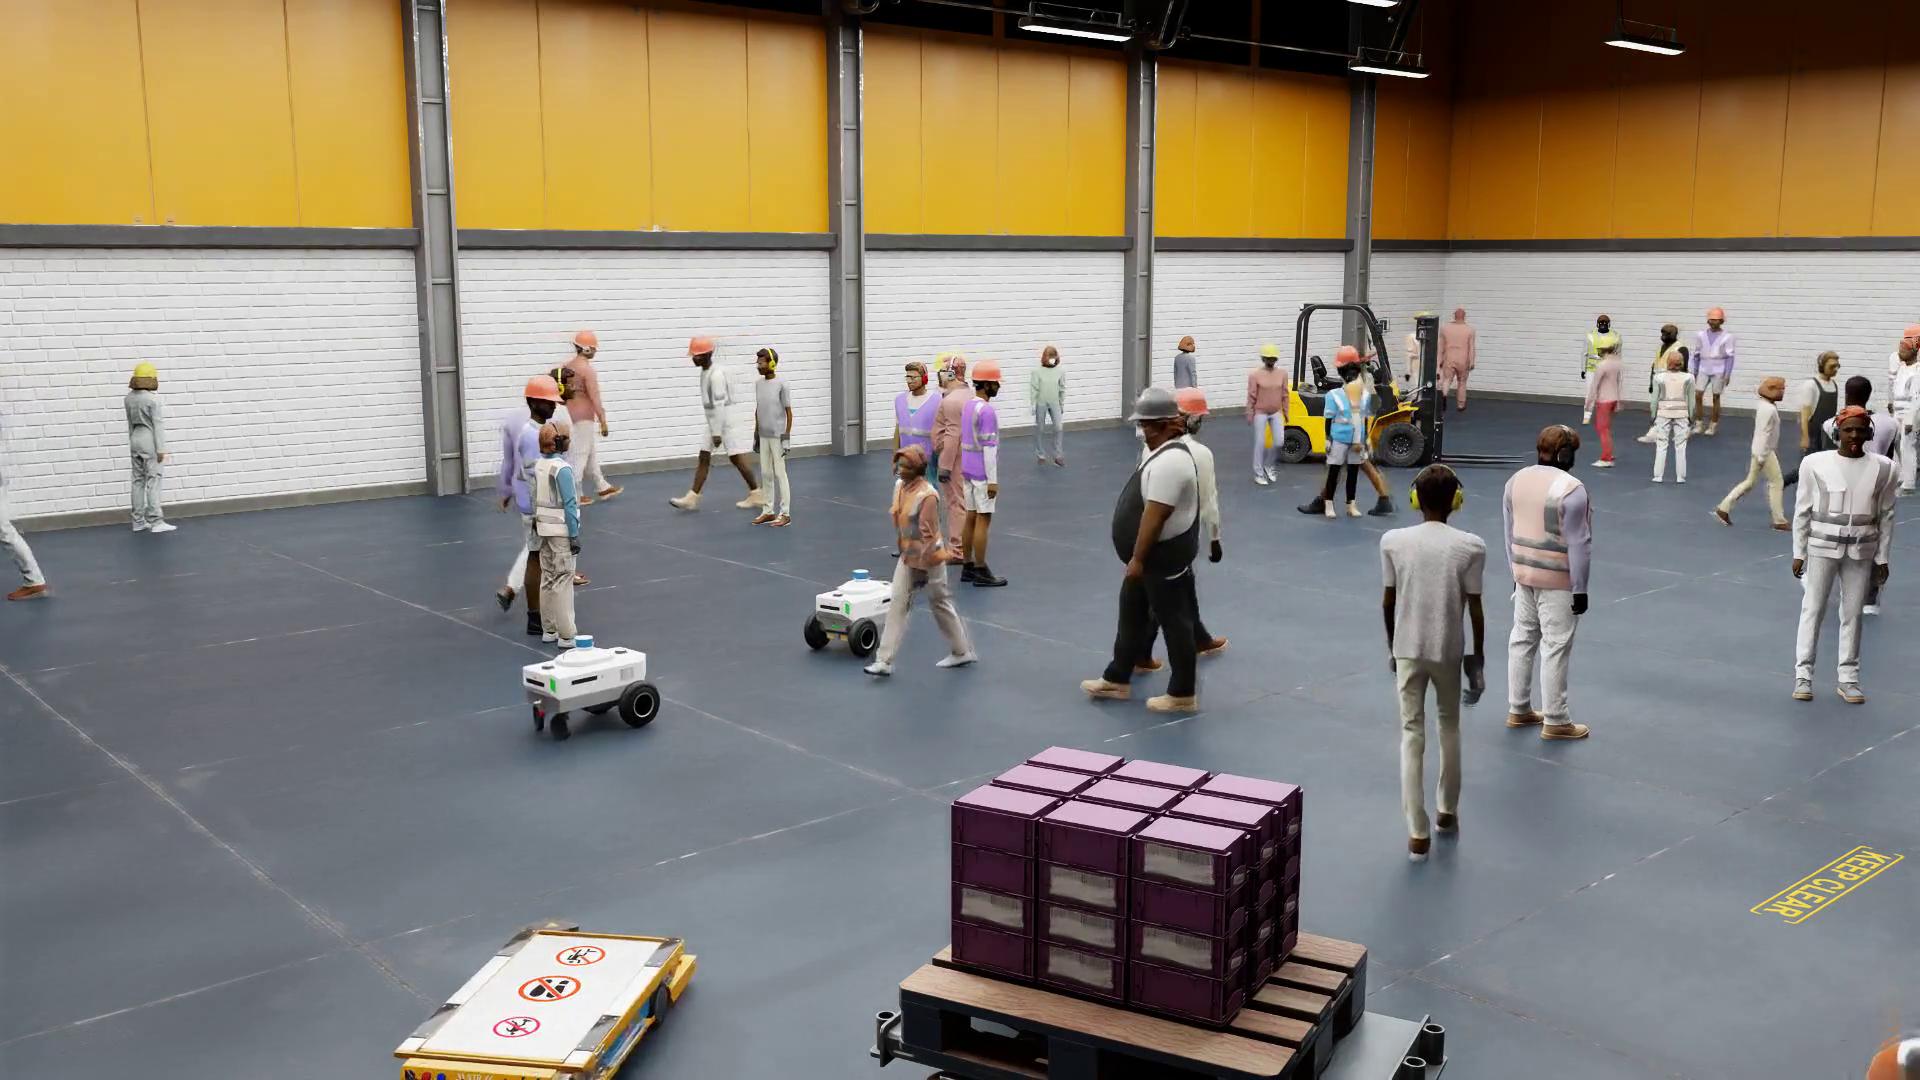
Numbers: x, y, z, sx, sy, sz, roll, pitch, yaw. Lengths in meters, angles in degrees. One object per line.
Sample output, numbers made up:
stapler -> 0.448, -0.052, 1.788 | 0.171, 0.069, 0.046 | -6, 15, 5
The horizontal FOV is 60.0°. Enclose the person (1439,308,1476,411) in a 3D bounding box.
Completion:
person -> 8.999, -3.259, 30.128 | 0.667, 1.888, 0.752 | 5, 11, 28

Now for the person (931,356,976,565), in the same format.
person -> -0.065, -0.727, 15.236 | 0.410, 1.908, 0.643 | 2, 10, 13

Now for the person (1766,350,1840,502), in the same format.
person -> 9.187, -1.146, 17.963 | 0.514, 1.820, 0.750 | -5, 11, -25

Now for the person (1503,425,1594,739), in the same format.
person -> 3.464, 0.242, 9.761 | 0.429, 1.842, 0.626 | -4, 11, -23

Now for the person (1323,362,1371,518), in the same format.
person -> 4.159, -1.075, 17.879 | 0.540, 1.696, 0.317 | -2, 10, -12

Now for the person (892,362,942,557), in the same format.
person -> -0.366, -0.741, 15.495 | 0.569, 1.843, 0.373 | 6, 11, 31

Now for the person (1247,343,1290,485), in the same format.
person -> 3.789, -1.545, 20.430 | 0.569, 1.753, 0.401 | -2, 10, -12

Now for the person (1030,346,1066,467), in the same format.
person -> 1.187, -1.766, 22.194 | 0.520, 1.611, 0.663 | -2, 10, -12

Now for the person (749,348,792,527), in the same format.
person -> -1.965, -1.066, 17.339 | 0.526, 1.865, 0.315 | 8, 13, 40

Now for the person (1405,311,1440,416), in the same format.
person -> 7.657, -2.819, 27.501 | 0.583, 1.908, 0.449 | -4, 10, -20

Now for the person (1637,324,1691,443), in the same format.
person -> 10.756, -2.373, 25.205 | 0.962, 1.801, 0.646 | -2, 10, -13

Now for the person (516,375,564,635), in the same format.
person -> -3.119, -0.262, 12.429 | 0.376, 1.934, 0.547 | -1, 10, -8

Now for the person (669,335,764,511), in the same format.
person -> -2.670, -1.279, 18.344 | 1.090, 1.956, 0.650 | -5, 11, -26

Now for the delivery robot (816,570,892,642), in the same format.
delivery robot -> -0.706, 0.458, 11.973 | 0.477, 0.478, 0.707 | 7, 12, 36

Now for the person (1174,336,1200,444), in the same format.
person -> 3.373, -2.227, 24.810 | 0.280, 1.634, 0.498 | -5, 11, -28

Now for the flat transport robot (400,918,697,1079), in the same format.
flat transport robot -> -1.457, 1.696, 5.828 | 0.652, 0.197, 1.431 | 2, 10, 9

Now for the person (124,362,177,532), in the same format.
person -> -8.304, -0.947, 17.025 | 0.494, 1.738, 0.313 | 4, 11, 23

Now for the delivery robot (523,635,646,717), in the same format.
delivery robot -> -2.230, 0.813, 9.896 | 0.477, 0.478, 0.707 | 9, 13, 42

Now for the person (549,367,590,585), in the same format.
person -> -3.398, -0.546, 14.294 | 0.316, 1.865, 0.532 | -3, 10, -19

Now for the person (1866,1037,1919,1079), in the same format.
person -> 1.856, 1.487, 2.945 | 0.557, 1.660, 0.794 | 5, 11, 29

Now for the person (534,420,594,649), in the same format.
person -> -2.885, -0.037, 11.965 | 0.308, 1.645, 0.514 | -8, 12, -38

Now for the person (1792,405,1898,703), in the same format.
person -> 5.571, 0.091, 10.516 | 0.574, 1.883, 0.355 | 3, 10, 15

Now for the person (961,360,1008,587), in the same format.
person -> 0.204, -0.573, 14.242 | 0.379, 1.937, 0.548 | -4, 10, -21

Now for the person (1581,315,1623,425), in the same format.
person -> 10.694, -2.833, 27.756 | 0.634, 1.842, 0.429 | 4, 10, 21

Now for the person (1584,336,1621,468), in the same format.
person -> 8.586, -1.841, 22.210 | 0.539, 1.750, 0.449 | -9, 13, -43

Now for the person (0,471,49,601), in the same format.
person -> -7.987, -0.411, 13.453 | 1.026, 1.888, 0.632 | -5, 11, -29

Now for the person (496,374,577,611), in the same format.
person -> -3.405, -0.363, 13.189 | 0.670, 1.894, 0.908 | 6, 11, 30

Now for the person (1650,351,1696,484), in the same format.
person -> 8.822, -1.511, 20.601 | 0.512, 1.642, 0.312 | 3, 10, 19

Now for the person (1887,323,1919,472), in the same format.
person -> 12.369, -1.846, 21.679 | 0.551, 1.940, 0.345 | -1, 10, -7

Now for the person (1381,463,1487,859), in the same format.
person -> 2.259, 0.548, 7.974 | 0.507, 1.833, 0.796 | 3, 10, 17

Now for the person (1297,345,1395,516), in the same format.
person -> 4.238, -1.171, 17.974 | 1.033, 1.867, 0.561 | 4, 10, 21

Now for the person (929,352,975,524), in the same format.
person -> -0.131, -0.940, 16.578 | 1.001, 1.867, 0.610 | -9, 13, -44

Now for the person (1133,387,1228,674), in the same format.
person -> 1.494, -0.072, 11.337 | 1.044, 1.934, 0.628 | -7, 12, -34

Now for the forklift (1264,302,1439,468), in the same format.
forklift -> 5.320, -2.157, 22.763 | 2.313, 2.155, 1.214 | 3, 10, 16

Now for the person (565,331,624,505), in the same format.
person -> -4.144, -1.383, 18.880 | 0.808, 1.966, 0.656 | -7, 12, -35

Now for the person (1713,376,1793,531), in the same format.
person -> 8.245, -0.900, 17.152 | 0.800, 1.601, 0.528 | 3, 10, 18

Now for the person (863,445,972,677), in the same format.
person -> -0.284, 0.134, 11.147 | 0.858, 1.573, 0.559 | -6, 12, -33

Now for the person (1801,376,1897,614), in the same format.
person -> 7.145, -0.381, 13.344 | 0.597, 1.860, 1.041 | 1, 10, 5

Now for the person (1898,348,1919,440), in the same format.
person -> 14.513, -2.401, 25.001 | 0.633, 1.908, 1.003 | -2, 10, -10

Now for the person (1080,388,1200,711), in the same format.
person -> 1.101, 0.053, 10.273 | 0.857, 2.000, 0.698 | 1, 10, 3

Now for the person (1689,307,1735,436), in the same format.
person -> 11.656, -2.602, 25.873 | 0.647, 2.016, 0.794 | 9, 13, 44

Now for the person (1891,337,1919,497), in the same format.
person -> 10.991, -1.421, 19.383 | 0.488, 1.870, 0.599 | 1, 10, 6
